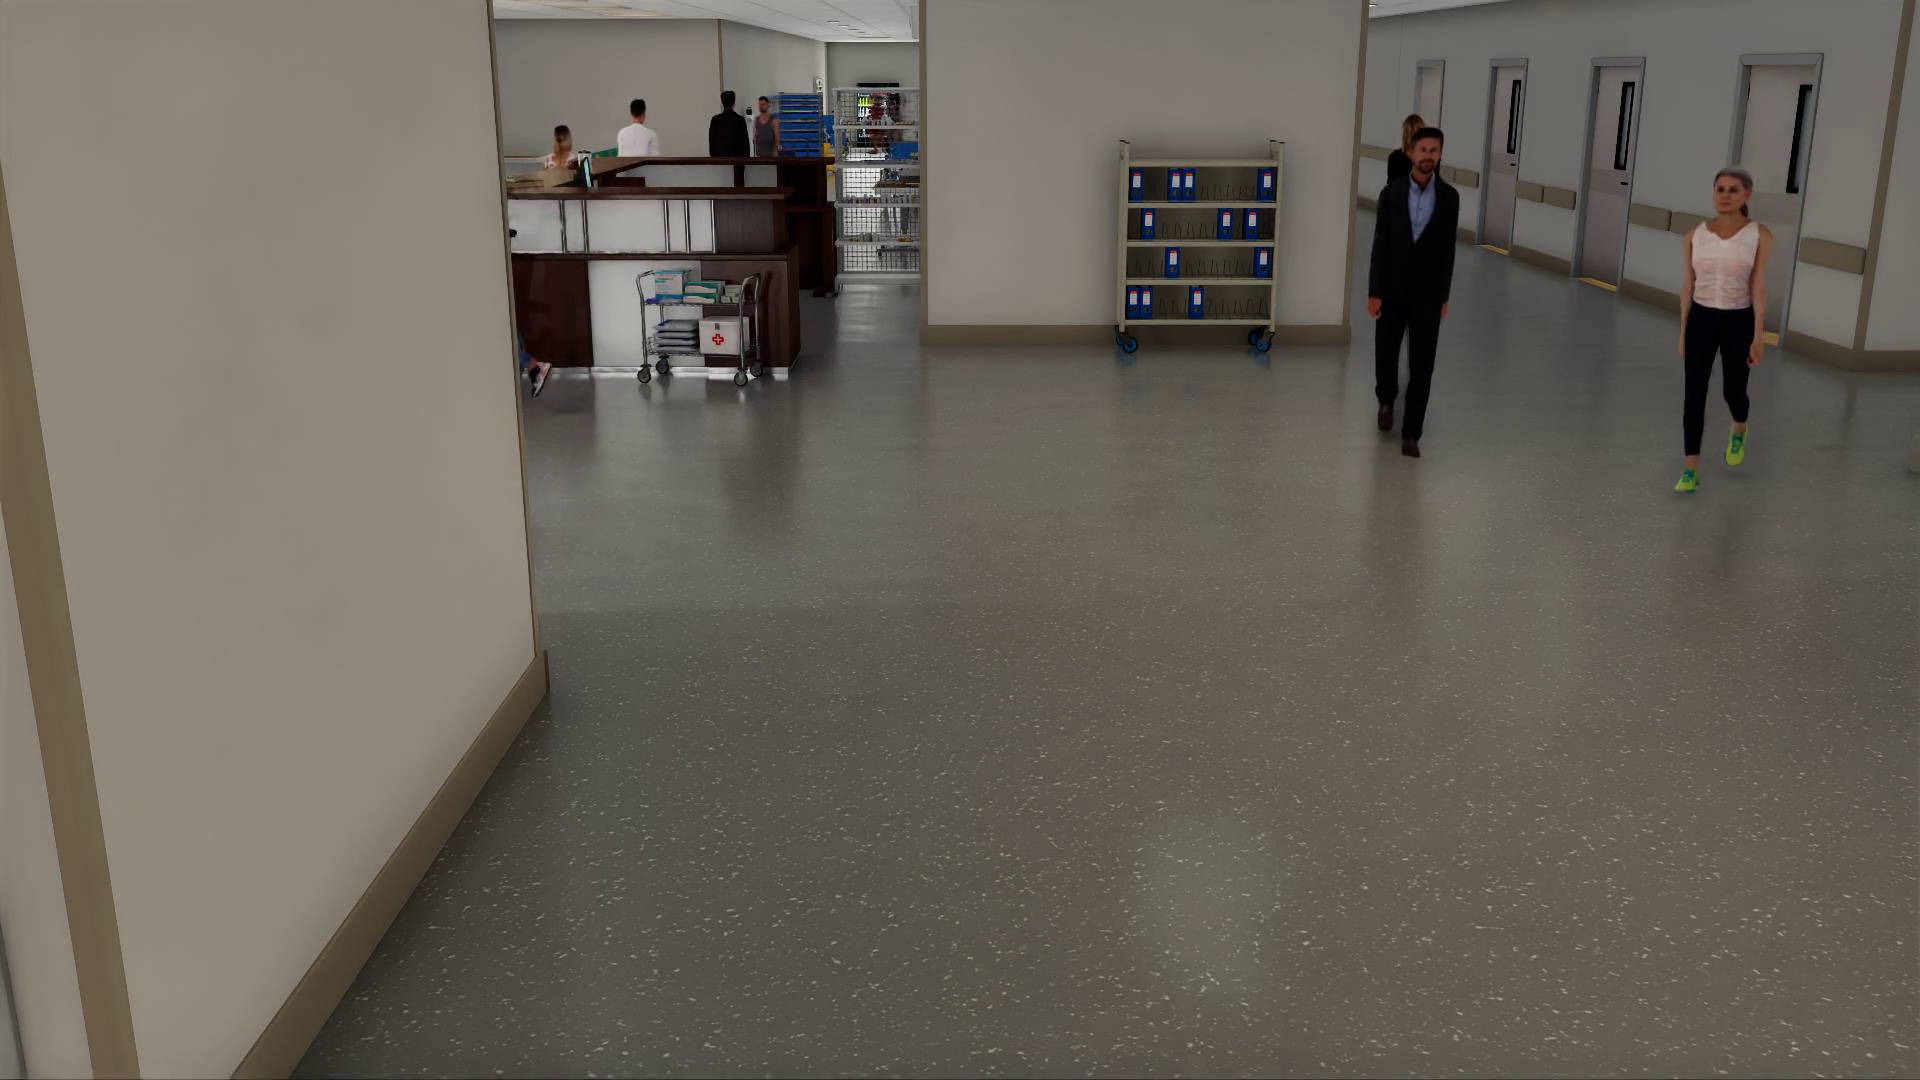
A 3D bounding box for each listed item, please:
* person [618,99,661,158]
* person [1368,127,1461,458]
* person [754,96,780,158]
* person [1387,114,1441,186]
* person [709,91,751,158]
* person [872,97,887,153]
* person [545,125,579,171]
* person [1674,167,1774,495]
[{"bbox_3d":[-3.693,-4.061,18.969,0.908,1.846,0.787,2,16,7],"label":"person"},{"bbox_3d":[2.597,-1.426,9.653,1.207,1.828,0.898,4,16,15],"label":"person"},{"bbox_3d":[-3.236,-6.617,28.374,0.987,1.818,0.908,5,16,17],"label":"person"},{"bbox_3d":[3.984,-2.813,14.656,0.746,1.785,0.747,3,16,12],"label":"person"},{"bbox_3d":[-2.993,-4.874,21.707,0.607,1.925,0.810,3,16,11],"label":"person"},{"bbox_3d":[-2.245,-11.311,45.276,0.735,1.525,0.885,-1,16,-4],"label":"person"},{"bbox_3d":[-4.127,-3.447,17.276,1.040,1.582,0.708,1,16,5],"label":"person"},{"bbox_3d":[4.045,-1.097,8.779,1.133,1.671,1.095,11,19,35],"label":"person"}]
